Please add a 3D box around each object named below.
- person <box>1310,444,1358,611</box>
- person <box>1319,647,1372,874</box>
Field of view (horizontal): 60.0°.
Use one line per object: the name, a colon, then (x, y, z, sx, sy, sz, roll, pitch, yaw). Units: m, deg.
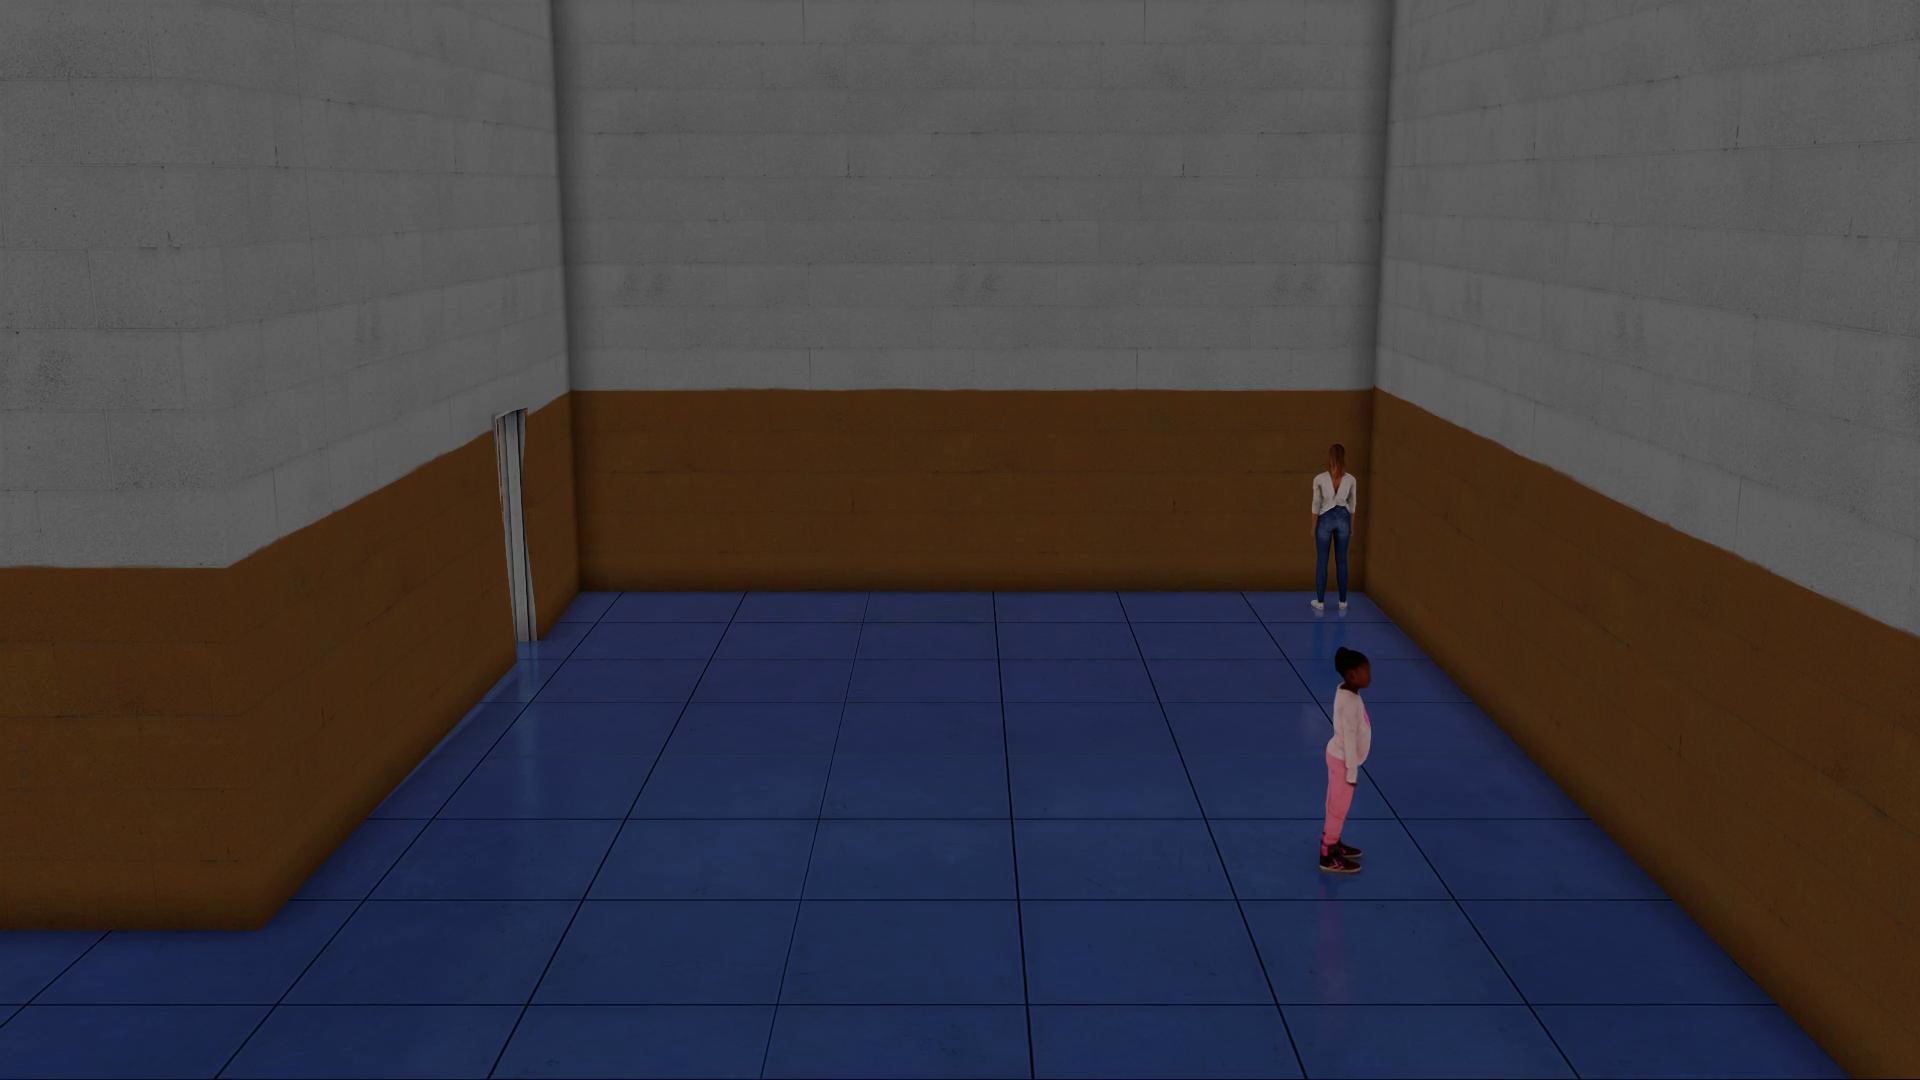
person: (3.833, -0.137, 17.068, 0.449, 1.720, 0.660, 0, 12, 0)
person: (2.437, 1.375, 10.559, 0.559, 1.444, 0.578, 3, 12, 12)
